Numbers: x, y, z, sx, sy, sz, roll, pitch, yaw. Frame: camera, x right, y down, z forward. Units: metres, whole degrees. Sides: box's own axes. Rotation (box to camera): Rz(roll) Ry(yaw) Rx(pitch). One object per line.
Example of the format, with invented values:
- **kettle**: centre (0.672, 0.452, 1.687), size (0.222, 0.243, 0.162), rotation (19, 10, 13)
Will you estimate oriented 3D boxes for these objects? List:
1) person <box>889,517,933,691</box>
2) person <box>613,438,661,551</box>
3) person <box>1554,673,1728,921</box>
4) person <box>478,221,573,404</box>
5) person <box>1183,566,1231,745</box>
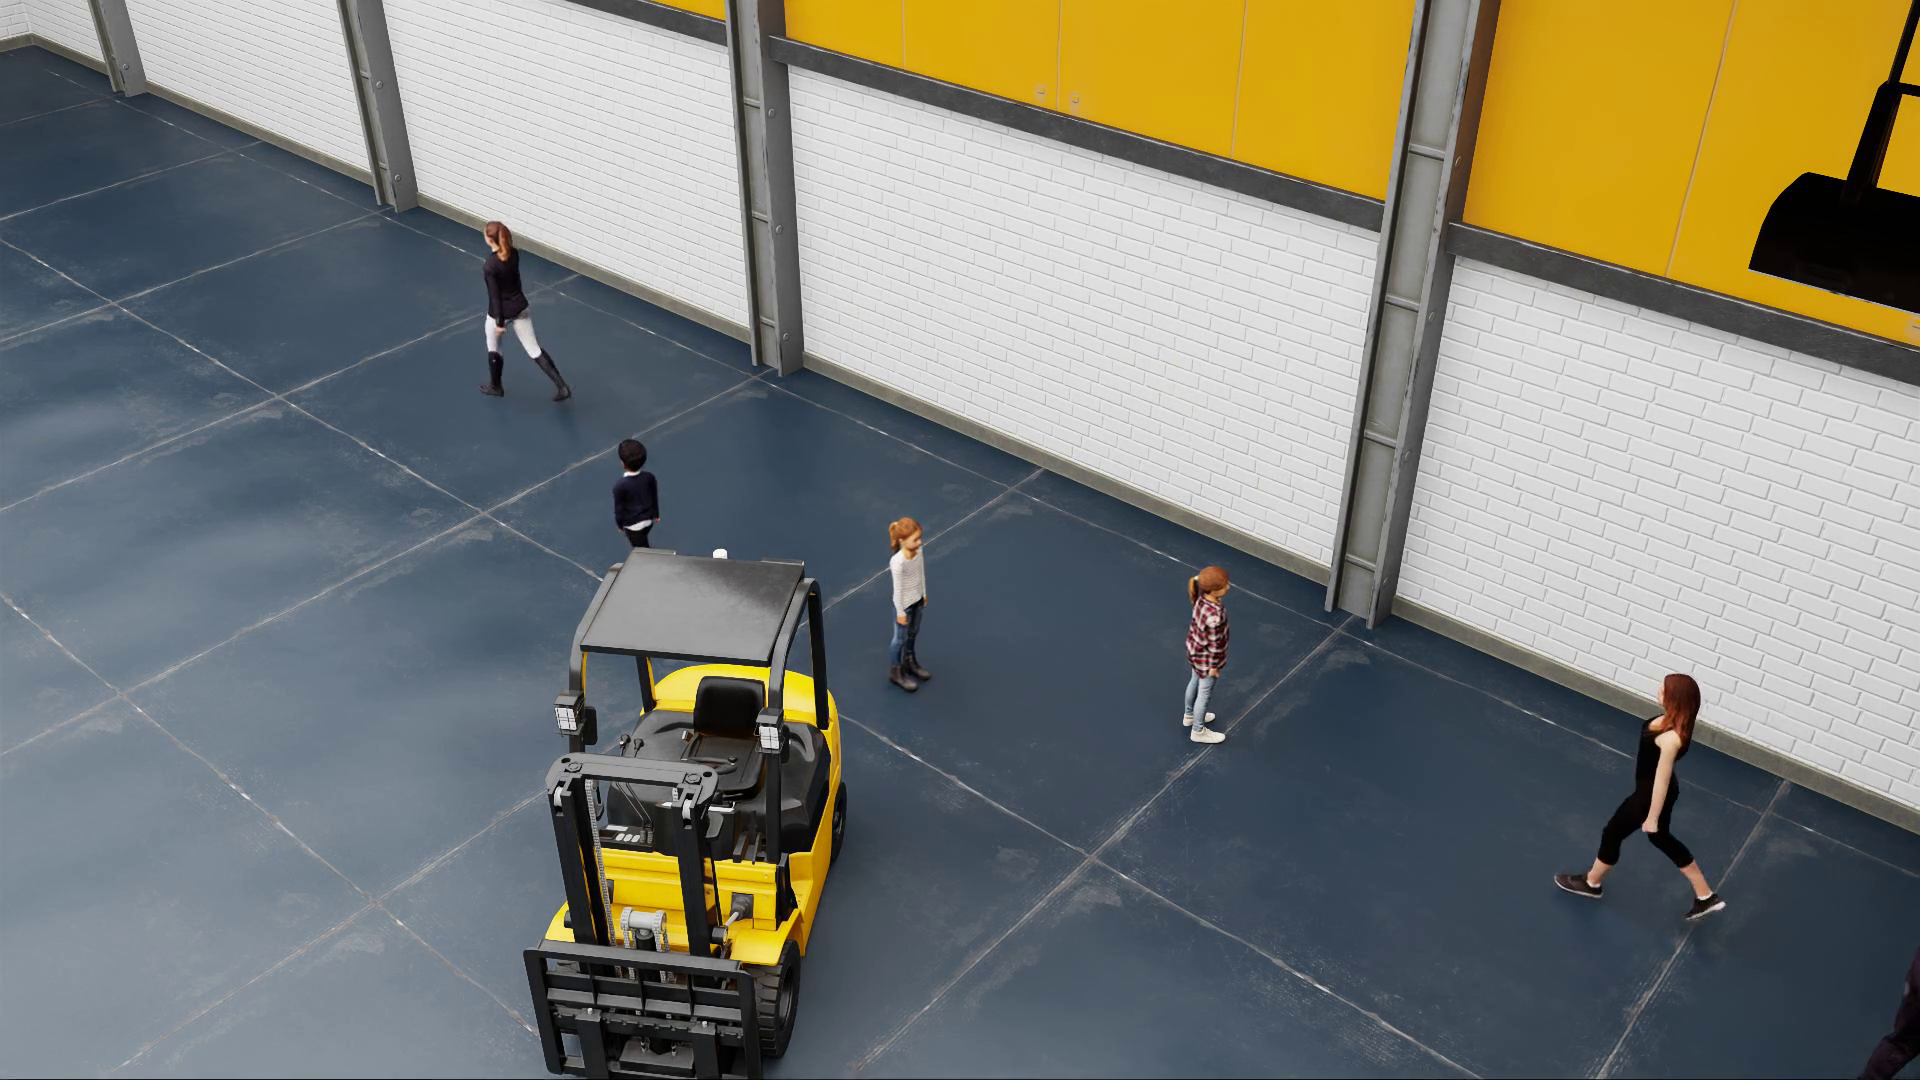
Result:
- **person**: centre (-0.357, 0.410, 11.144), size (0.505, 1.313, 0.487), rotation (20, 38, 27)
- **person**: centre (-2.316, -0.162, 12.101), size (0.571, 1.208, 0.849), rotation (-27, 42, -35)
- **person**: centre (3.935, 1.464, 9.216), size (1.166, 1.691, 0.711), rotation (19, 38, 26)
- **person**: centre (-3.784, -1.892, 14.266), size (1.251, 1.691, 0.803), rotation (15, 37, 21)
- **person**: centre (1.579, 0.715, 10.692), size (0.673, 1.305, 0.610), rotation (-4, 34, -5)
